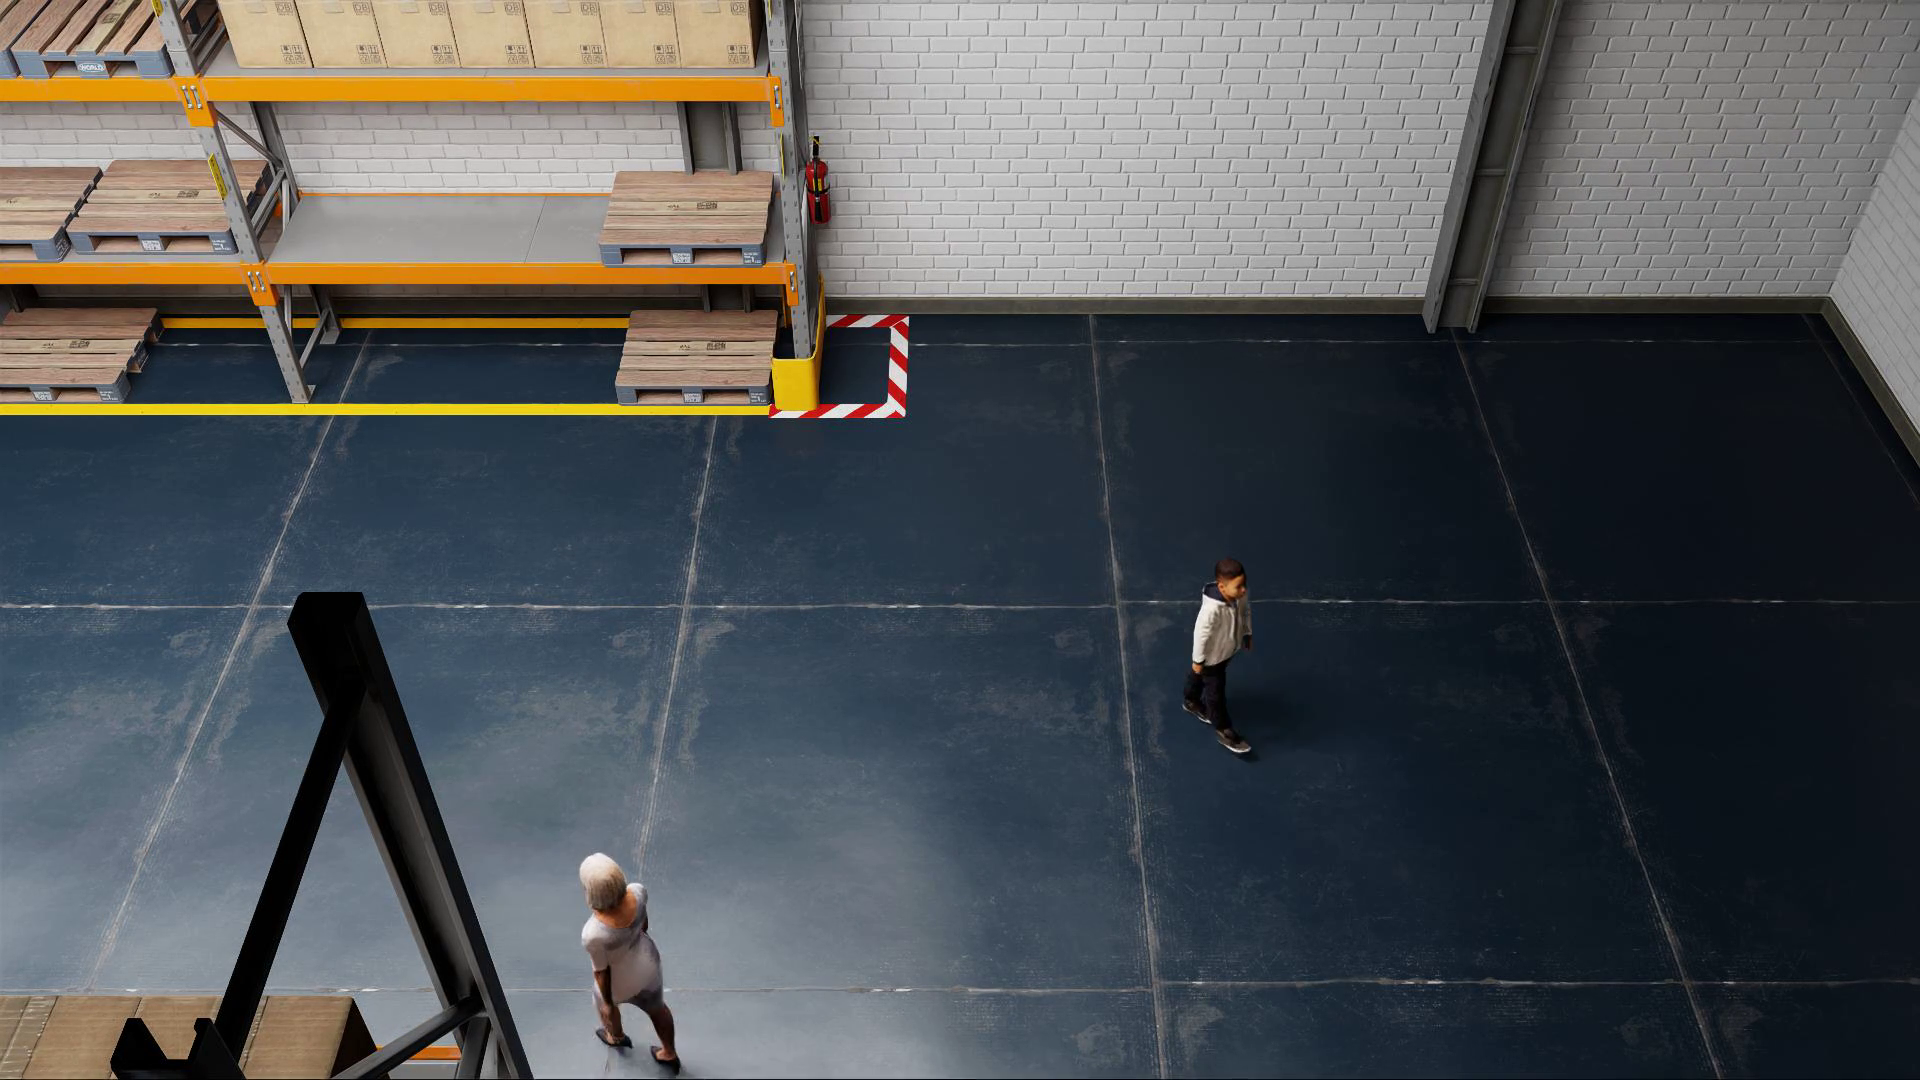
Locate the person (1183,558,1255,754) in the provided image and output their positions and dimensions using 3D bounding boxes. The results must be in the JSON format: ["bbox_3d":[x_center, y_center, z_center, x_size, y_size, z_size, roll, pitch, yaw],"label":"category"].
[{"bbox_3d":[1.529,0.627,10.297,0.941,1.439,0.861,29,51,27],"label":"person"}]

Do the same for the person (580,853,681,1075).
[{"bbox_3d":[-1.616,2.221,8.414,0.891,1.729,0.811,27,50,25],"label":"person"}]
